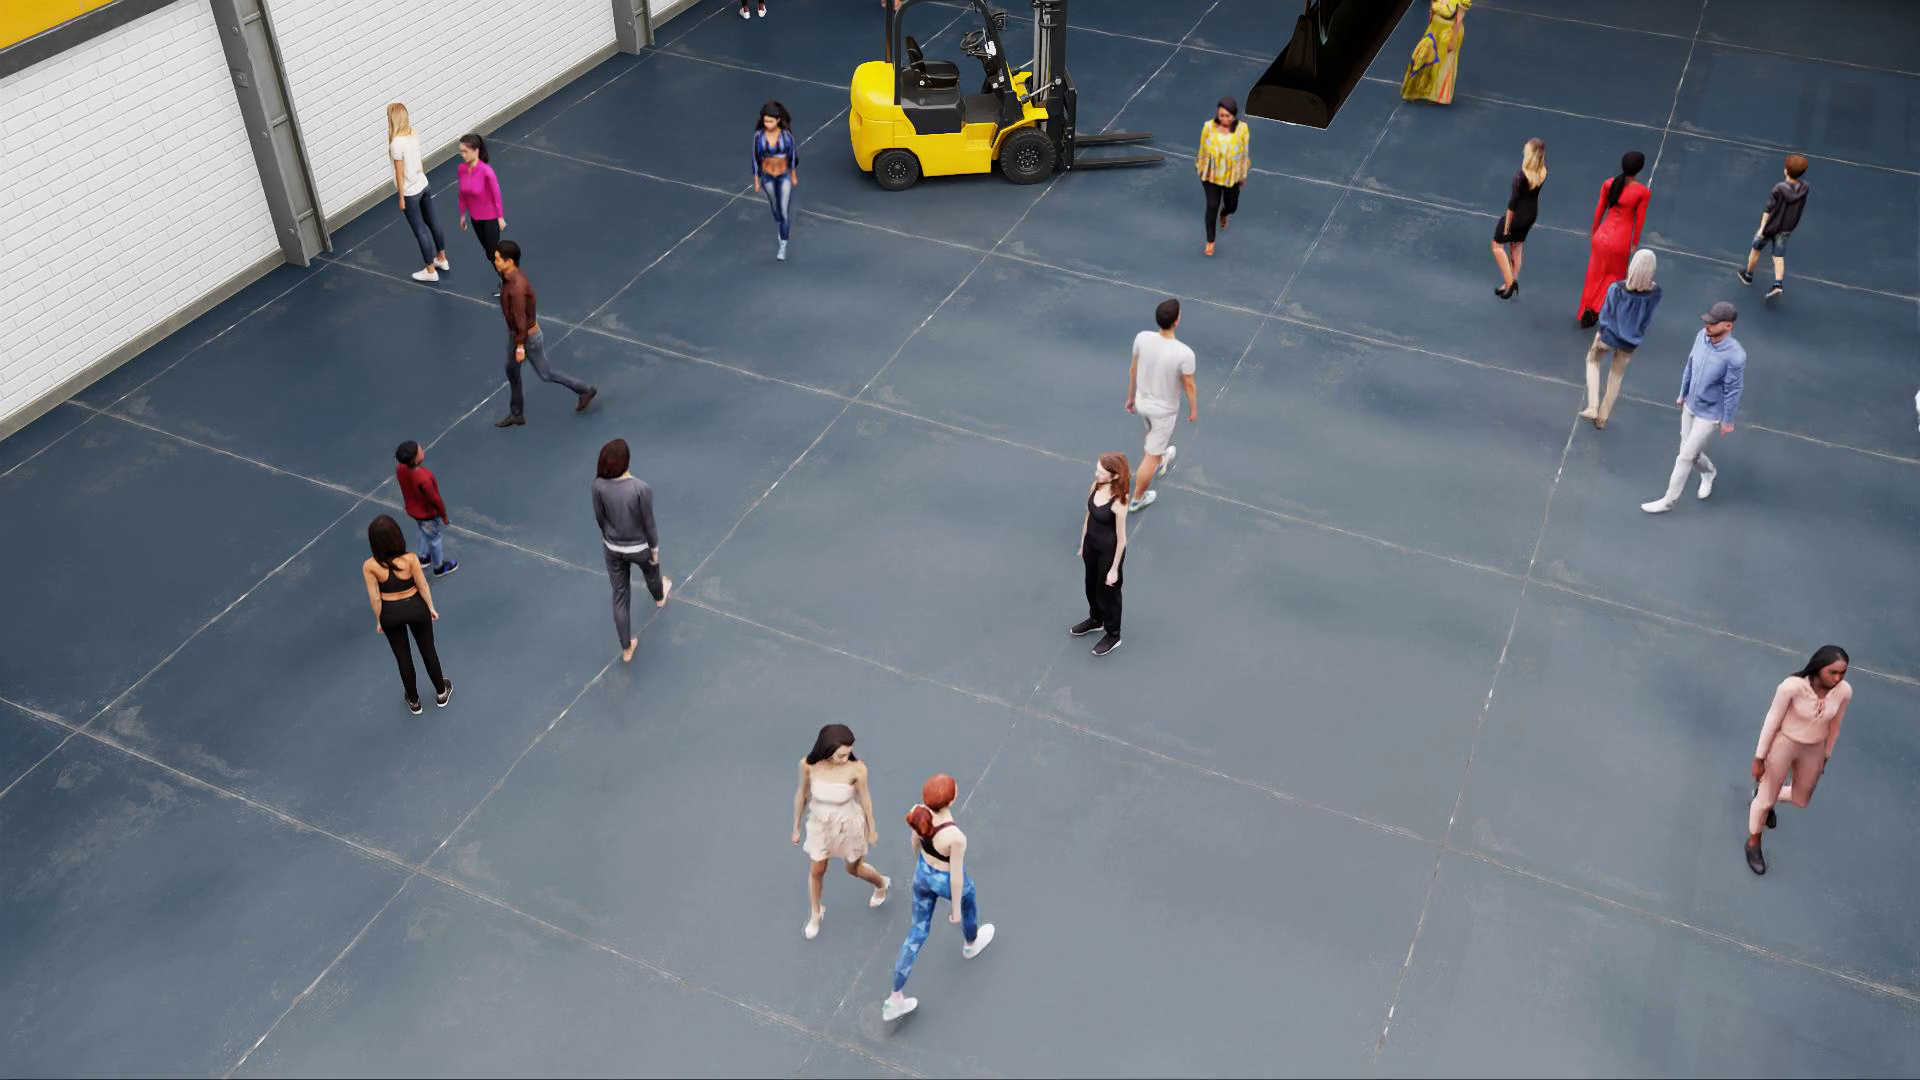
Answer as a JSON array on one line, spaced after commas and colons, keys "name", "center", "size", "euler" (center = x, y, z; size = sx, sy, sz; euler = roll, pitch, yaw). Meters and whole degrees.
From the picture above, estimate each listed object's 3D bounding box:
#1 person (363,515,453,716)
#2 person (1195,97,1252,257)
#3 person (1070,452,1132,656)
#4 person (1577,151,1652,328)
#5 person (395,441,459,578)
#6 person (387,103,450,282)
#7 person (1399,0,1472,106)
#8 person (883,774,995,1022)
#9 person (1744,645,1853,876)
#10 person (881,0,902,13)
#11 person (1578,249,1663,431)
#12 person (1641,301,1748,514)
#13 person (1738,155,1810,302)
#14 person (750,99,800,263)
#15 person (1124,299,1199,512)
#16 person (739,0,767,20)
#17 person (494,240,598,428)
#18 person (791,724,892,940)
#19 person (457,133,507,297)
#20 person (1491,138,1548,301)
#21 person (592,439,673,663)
[{"name": "person", "center": [-3.823, 0.515, 11.439], "size": [0.626, 1.643, 0.688], "euler": [-13, 40, -16]}, {"name": "person", "center": [2.638, -3.681, 16.697], "size": [0.867, 1.638, 0.983], "euler": [4, 39, 5]}, {"name": "person", "center": [1.055, 0.066, 11.920], "size": [0.690, 1.744, 0.667], "euler": [-21, 43, -24]}, {"name": "person", "center": [5.994, -2.717, 15.394], "size": [0.725, 1.768, 0.811], "euler": [30, 47, 32]}, {"name": "person", "center": [-4.126, -0.209, 12.660], "size": [0.544, 1.250, 0.540], "euler": [25, 45, 28]}, {"name": "person", "center": [-5.298, -3.397, 16.204], "size": [0.680, 1.810, 0.500], "euler": [8, 39, 10]}, {"name": "person", "center": [5.718, -5.915, 19.496], "size": [0.915, 1.646, 1.050], "euler": [32, 48, 33]}, {"name": "person", "center": [-0.178, 2.036, 9.462], "size": [0.778, 1.744, 1.242], "euler": [27, 46, 30]}, {"name": "person", "center": [5.180, 1.294, 10.409], "size": [0.814, 1.711, 0.932], "euler": [2, 39, 2]}, {"name": "person", "center": [-0.897, -7.872, 21.796], "size": [0.635, 1.824, 0.579], "euler": [23, 44, 26]}, {"name": "person", "center": [5.627, -1.648, 14.120], "size": [0.723, 1.687, 0.735], "euler": [-1, 39, -2]}, {"name": "person", "center": [5.999, -1.075, 13.264], "size": [1.151, 1.850, 1.092], "euler": [-16, 41, -19]}, {"name": "person", "center": [7.895, -2.997, 16.009], "size": [0.786, 1.427, 1.001], "euler": [0, 39, 0]}, {"name": "person", "center": [-1.841, -3.649, 16.710], "size": [0.863, 1.572, 1.131], "euler": [2, 39, 2]}, {"name": "person", "center": [1.515, -1.028, 13.231], "size": [0.878, 1.818, 1.150], "euler": [27, 46, 30]}, {"name": "person", "center": [-2.766, -7.674, 21.624], "size": [0.716, 1.728, 0.762], "euler": [-9, 39, -11]}, {"name": "person", "center": [-3.605, -1.740, 14.184], "size": [1.229, 1.741, 1.056], "euler": [-20, 43, -23]}, {"name": "person", "center": [-0.670, 1.693, 9.906], "size": [0.715, 1.717, 0.767], "euler": [16, 41, 19]}, {"name": "person", "center": [-4.507, -3.135, 15.984], "size": [0.579, 1.686, 0.585], "euler": [17, 42, 20]}, {"name": "person", "center": [5.373, -2.999, 15.820], "size": [0.704, 1.668, 0.762], "euler": [-20, 43, -23]}, {"name": "person", "center": [-2.393, 0.101, 11.896], "size": [0.886, 1.719, 1.176], "euler": [3, 39, 3]}]
